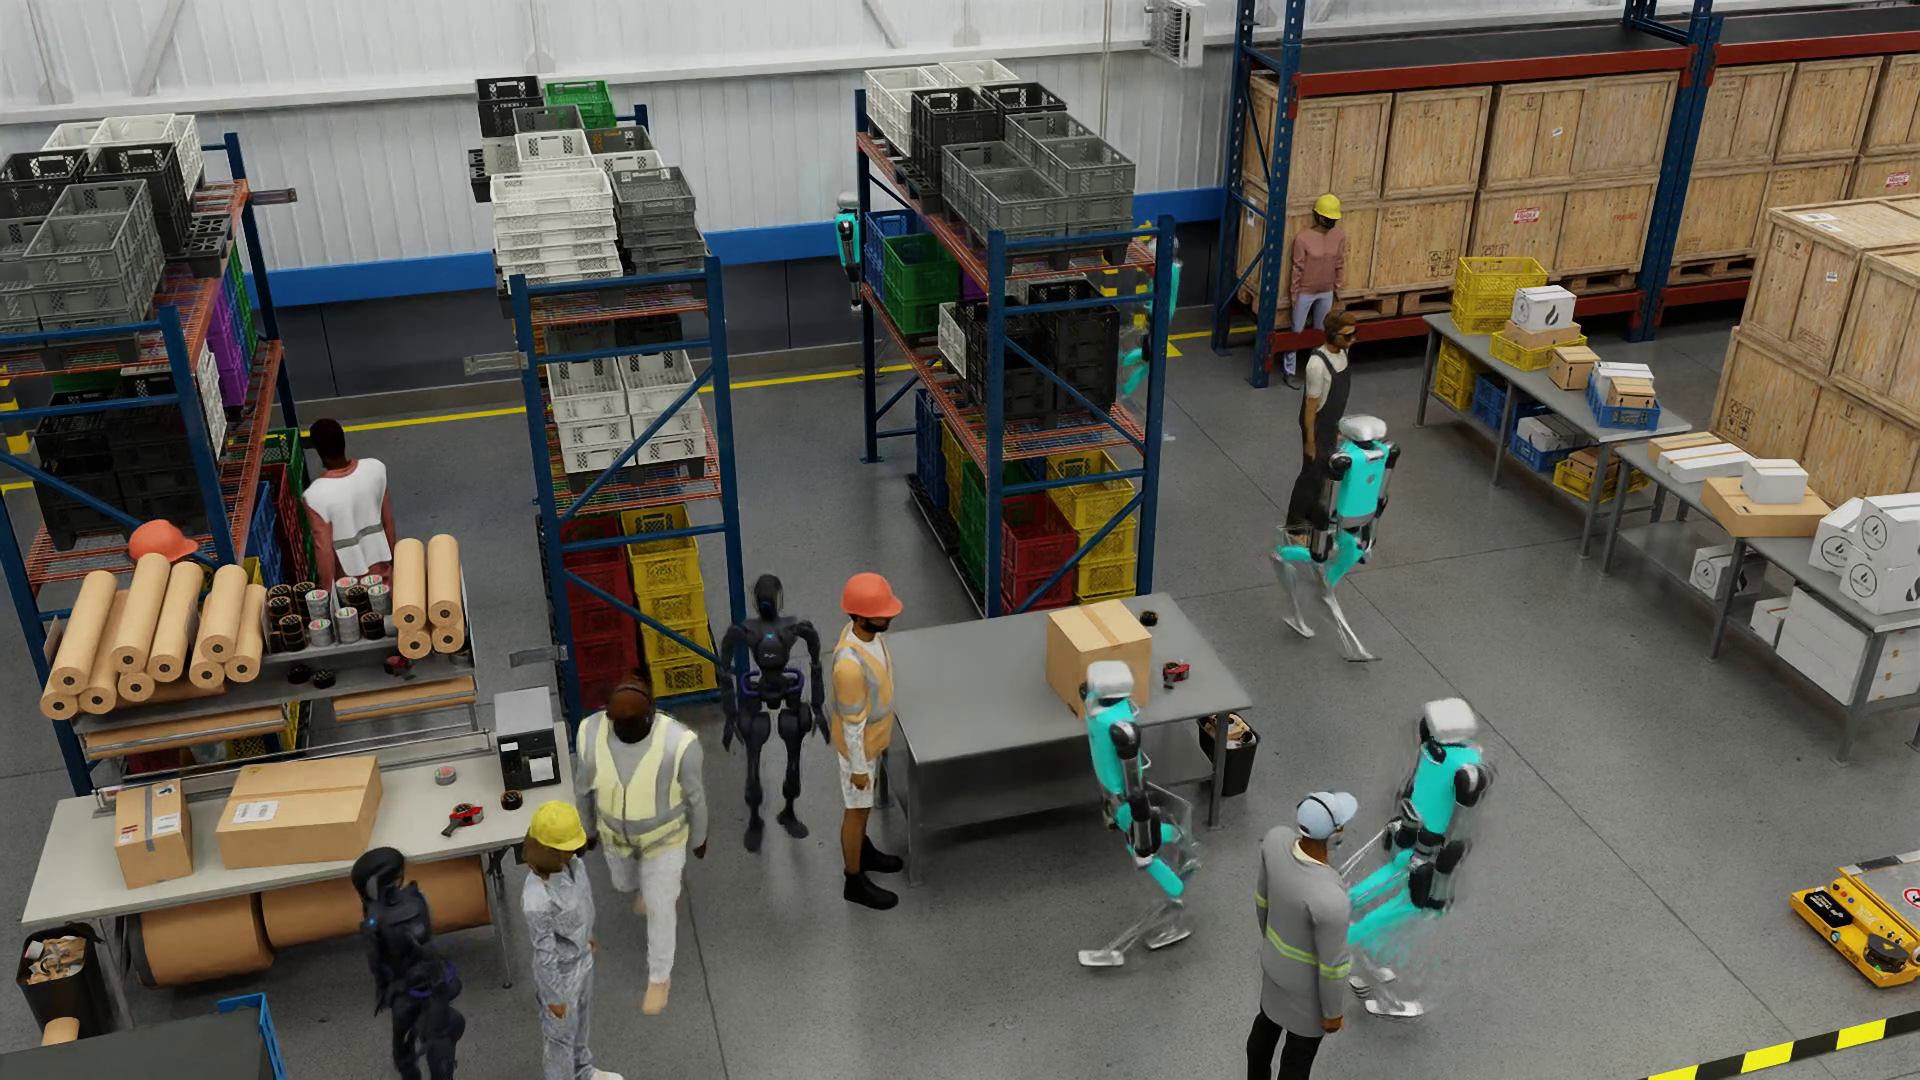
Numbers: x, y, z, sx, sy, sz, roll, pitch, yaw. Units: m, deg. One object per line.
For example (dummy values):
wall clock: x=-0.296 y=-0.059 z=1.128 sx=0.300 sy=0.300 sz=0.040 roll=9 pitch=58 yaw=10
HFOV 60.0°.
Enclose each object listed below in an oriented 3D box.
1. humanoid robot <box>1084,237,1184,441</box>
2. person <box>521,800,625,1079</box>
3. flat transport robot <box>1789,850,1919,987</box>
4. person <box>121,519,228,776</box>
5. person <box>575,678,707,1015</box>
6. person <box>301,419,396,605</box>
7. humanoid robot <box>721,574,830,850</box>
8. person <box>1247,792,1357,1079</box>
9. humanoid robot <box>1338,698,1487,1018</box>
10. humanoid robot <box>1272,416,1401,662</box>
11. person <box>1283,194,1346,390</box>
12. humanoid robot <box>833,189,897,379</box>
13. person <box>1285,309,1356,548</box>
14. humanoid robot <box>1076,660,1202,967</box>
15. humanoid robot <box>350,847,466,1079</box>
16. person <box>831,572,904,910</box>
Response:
humanoid robot: x=1.321 y=-1.638 z=13.642 sx=0.944 sy=1.768 sz=0.541 roll=6 pitch=29 yaw=11
person: x=-1.696 y=1.849 z=7.267 sx=0.311 sy=1.740 sz=0.486 roll=3 pitch=29 yaw=5
flat transport robot: x=5.163 y=1.916 z=8.676 sx=1.431 sy=0.231 sz=0.659 roll=-8 pitch=30 yaw=-14
person: x=-4.080 y=0.810 z=8.847 sx=0.389 sy=2.044 sz=0.606 roll=-24 pitch=37 yaw=-37
person: x=-1.510 y=1.354 z=8.119 sx=0.646 sy=1.809 sz=0.824 roll=6 pitch=29 yaw=10
person: x=-3.677 y=0.148 z=10.186 sx=0.390 sy=1.913 sz=0.587 roll=17 pitch=33 yaw=28
humanoid robot: x=-1.010 y=0.932 z=9.008 sx=0.589 sy=1.651 sz=0.336 roll=-5 pitch=29 yaw=-9
person: x=1.479 y=1.842 z=7.166 sx=0.366 sy=1.852 sz=0.589 roll=-11 pitch=31 yaw=-19
humanoid robot: x=1.977 y=1.504 z=7.761 sx=0.735 sy=1.677 sz=0.533 roll=-3 pitch=29 yaw=-6
humanoid robot: x=2.388 y=-0.032 z=10.701 sx=0.561 sy=1.739 sz=1.026 roll=-15 pitch=32 yaw=-26
person: x=3.123 y=-2.174 z=14.573 sx=0.523 sy=1.761 sz=0.336 roll=-10 pitch=30 yaw=-17
humanoid robot: x=-0.722 y=-2.230 z=14.556 sx=0.735 sy=1.677 sz=0.533 roll=-1 pitch=29 yaw=-1
person: x=2.615 y=-0.804 z=12.004 sx=0.332 sy=1.836 sz=0.501 roll=19 pitch=34 yaw=30
humanoid robot: x=0.960 y=1.342 z=8.189 sx=0.857 sy=1.749 sz=0.554 roll=-8 pitch=30 yaw=-15
humanoid robot: x=-2.301 y=1.957 z=7.142 sx=0.605 sy=1.635 sz=0.383 roll=23 pitch=36 yaw=35
person: x=-0.468 y=1.013 z=8.586 sx=0.374 sy=1.938 sz=0.545 roll=4 pitch=29 yaw=7
